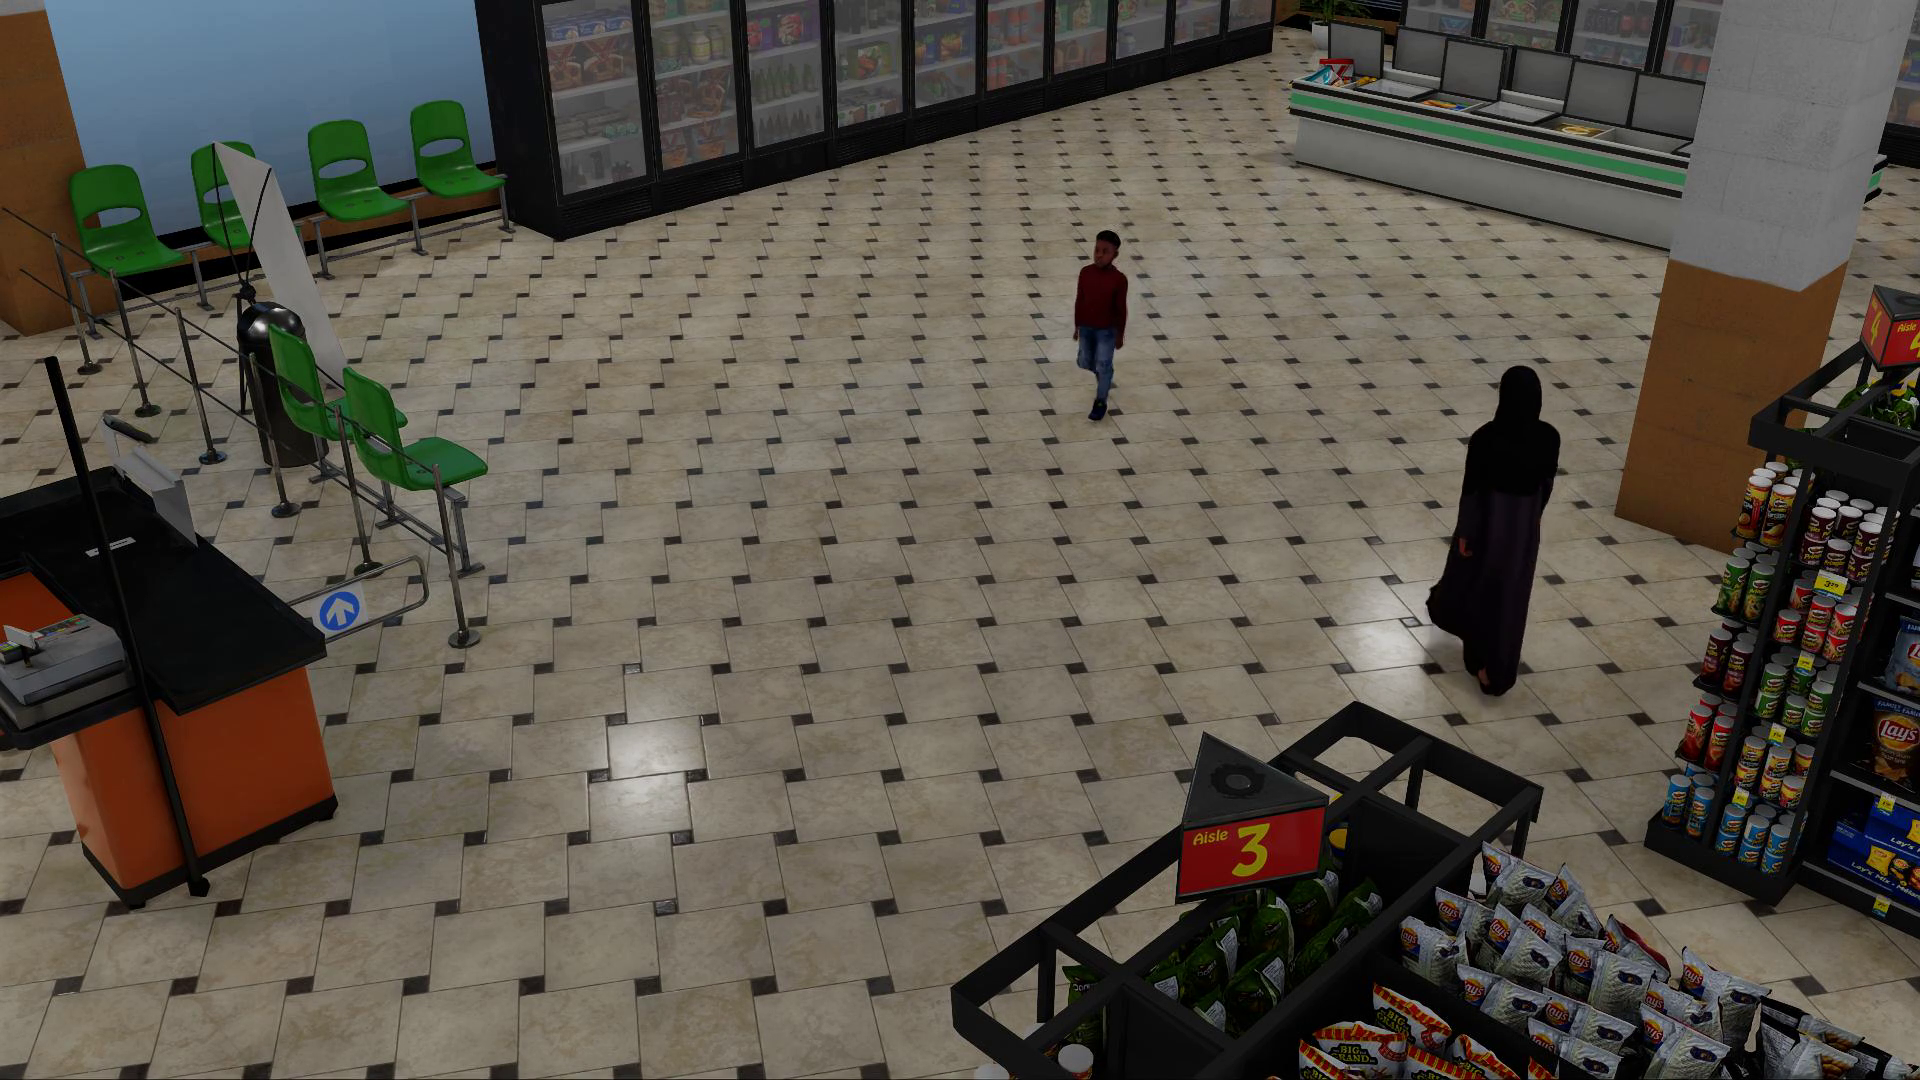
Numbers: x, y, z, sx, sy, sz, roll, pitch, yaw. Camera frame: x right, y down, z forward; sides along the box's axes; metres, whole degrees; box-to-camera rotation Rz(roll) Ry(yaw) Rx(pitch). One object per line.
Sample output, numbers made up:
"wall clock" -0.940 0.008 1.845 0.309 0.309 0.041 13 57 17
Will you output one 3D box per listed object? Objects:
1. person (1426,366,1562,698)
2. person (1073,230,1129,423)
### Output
"person" 2.563 -0.028 7.817 1.092 1.606 1.098 3 29 5
"person" 0.923 -1.403 10.714 0.681 1.242 0.639 17 33 29
